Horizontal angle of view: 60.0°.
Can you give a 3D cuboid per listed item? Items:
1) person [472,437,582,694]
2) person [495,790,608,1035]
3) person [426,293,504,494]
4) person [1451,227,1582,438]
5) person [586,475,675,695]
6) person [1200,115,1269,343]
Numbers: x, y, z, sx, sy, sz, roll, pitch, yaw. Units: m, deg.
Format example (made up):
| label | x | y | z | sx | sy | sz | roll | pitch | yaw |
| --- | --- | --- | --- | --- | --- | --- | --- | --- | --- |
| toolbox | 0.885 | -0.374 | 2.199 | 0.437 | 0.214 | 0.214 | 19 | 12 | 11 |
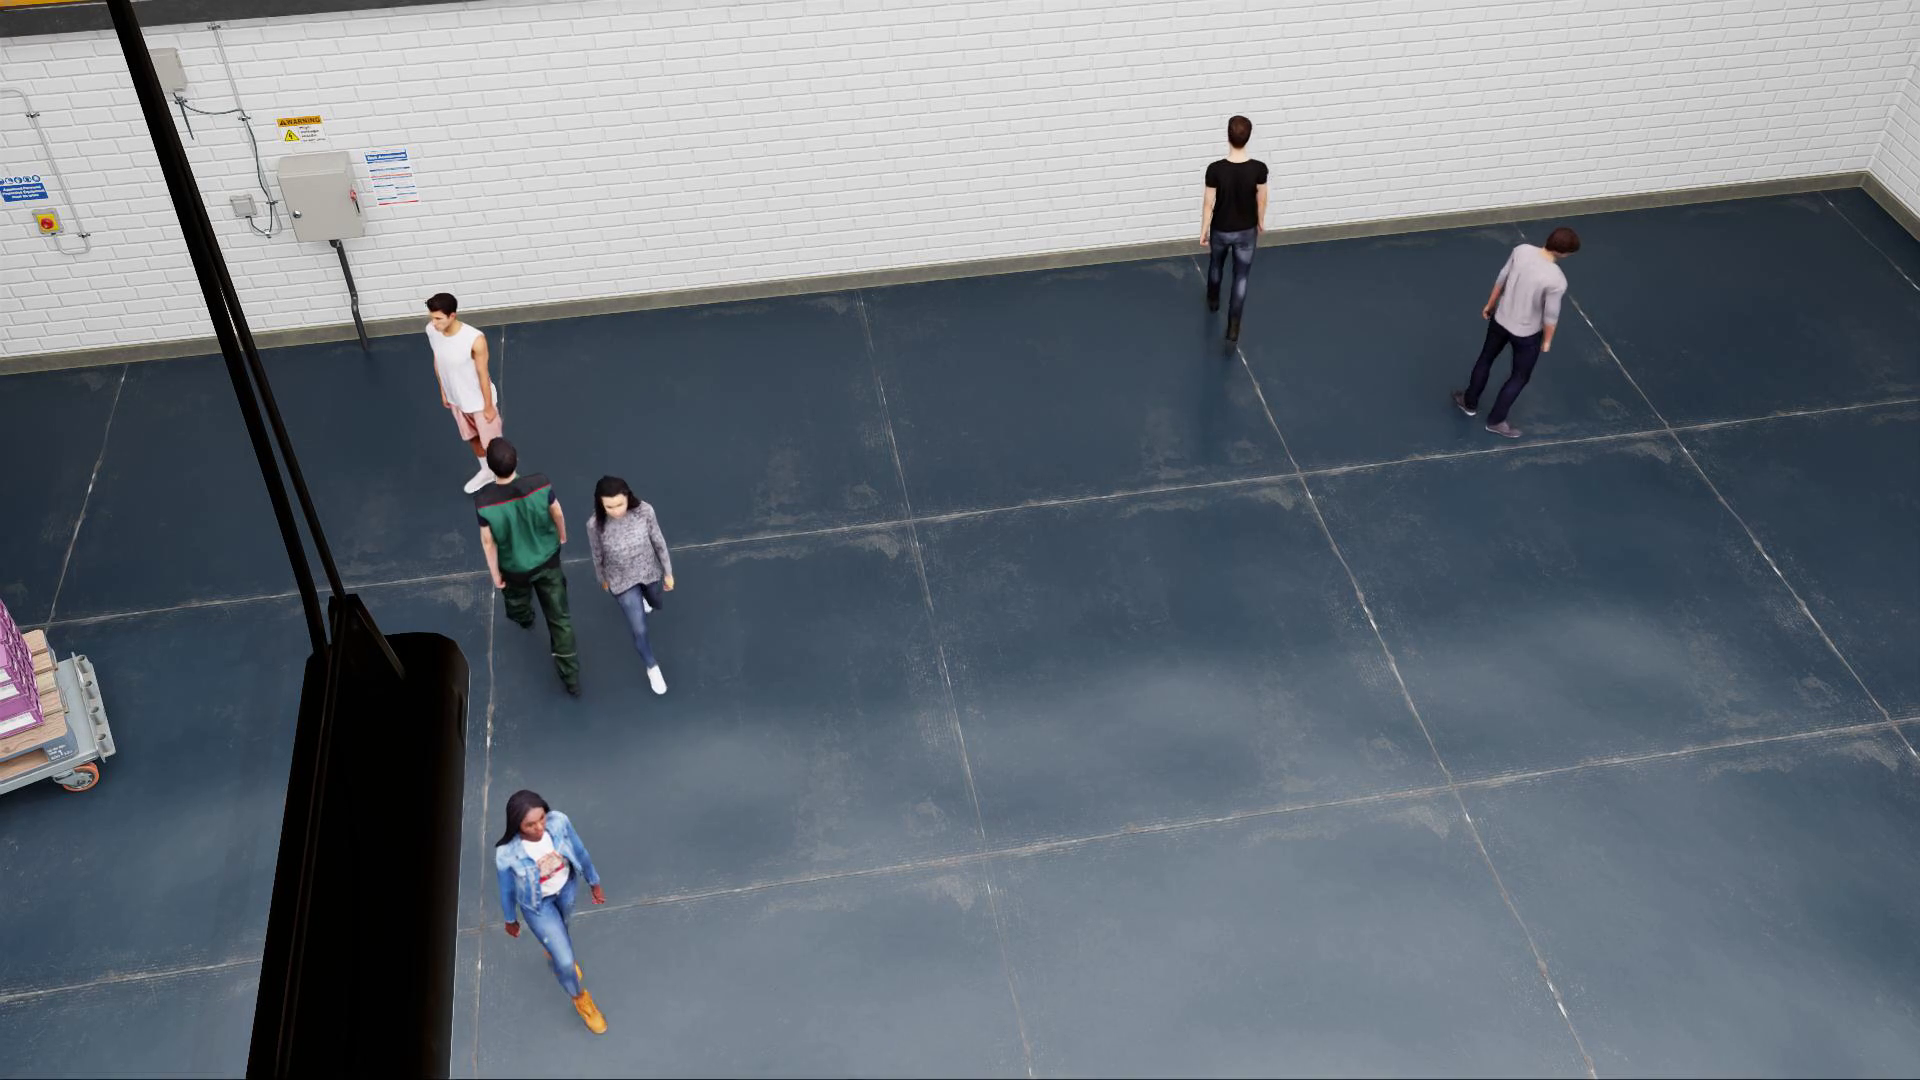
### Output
| label | x | y | z | sx | sy | sz | roll | pitch | yaw |
| --- | --- | --- | --- | --- | --- | --- | --- | --- | --- |
| person | -2.677 | 0.188 | 10.473 | 0.902 | 1.848 | 1.307 | -19 | 47 | -19 |
| person | -2.238 | 1.853 | 8.840 | 1.015 | 1.691 | 0.932 | 30 | 51 | 28 |
| person | -3.458 | -1.037 | 11.806 | 0.727 | 1.783 | 0.766 | 21 | 47 | 20 |
| person | 4.084 | -1.622 | 12.403 | 0.693 | 1.806 | 0.942 | 31 | 52 | 29 |
| person | -2.097 | 0.172 | 10.593 | 0.794 | 1.705 | 1.102 | -18 | 46 | -18 |
| person | 2.187 | -2.432 | 13.208 | 0.955 | 1.869 | 1.250 | 7 | 44 | 7 |
